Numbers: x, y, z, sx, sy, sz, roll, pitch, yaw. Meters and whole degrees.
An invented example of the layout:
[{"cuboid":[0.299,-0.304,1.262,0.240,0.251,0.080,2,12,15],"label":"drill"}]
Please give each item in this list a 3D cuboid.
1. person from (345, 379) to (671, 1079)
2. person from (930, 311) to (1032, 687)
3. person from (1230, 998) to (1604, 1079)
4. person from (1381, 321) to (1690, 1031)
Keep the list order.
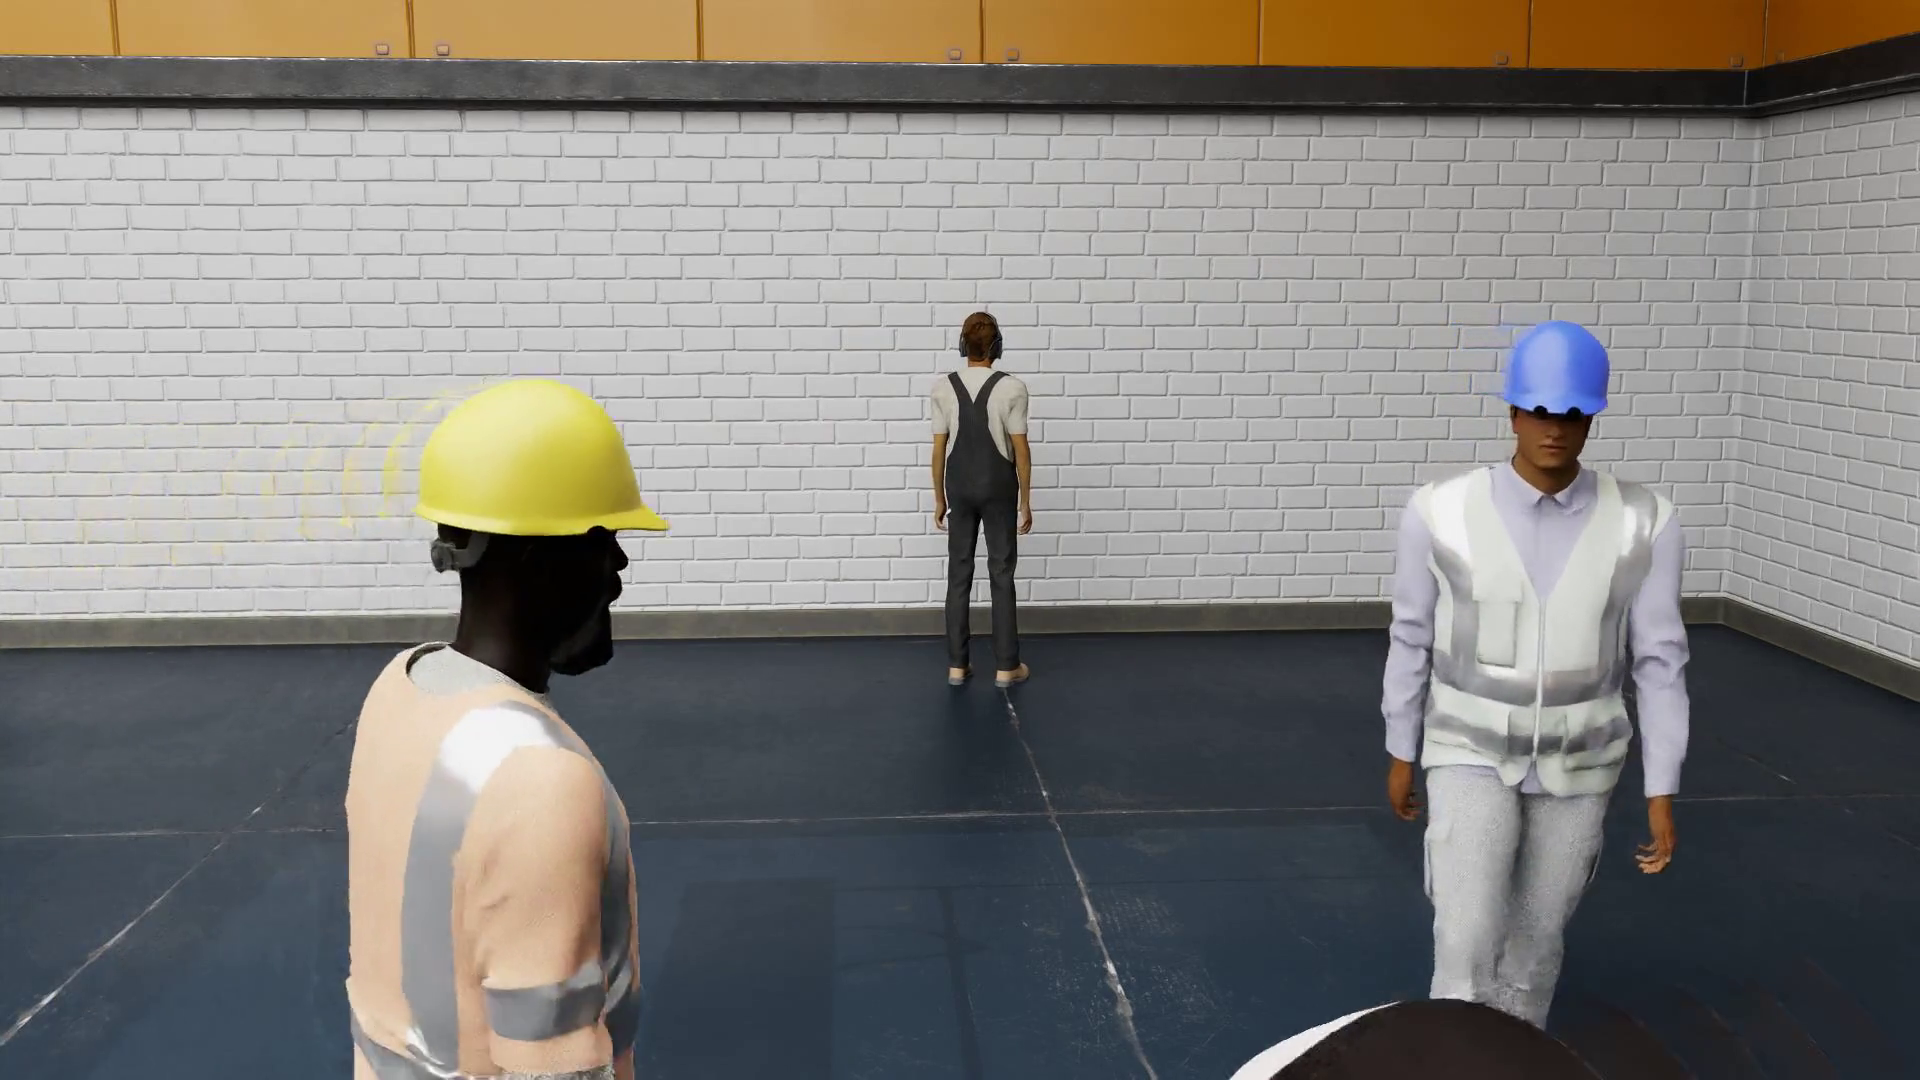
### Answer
[{"cuboid":[-0.609,0.765,1.987,0.618,1.910,0.588,-5,11,-31],"label":"person"},{"cuboid":[0.108,-0.194,8.188,0.504,1.847,0.344,3,9,16],"label":"person"},{"cuboid":[0.283,0.956,0.868,0.767,1.871,0.679,-6,11,-34],"label":"person"},{"cuboid":[1.231,0.502,3.569,0.616,1.911,0.841,2,9,10],"label":"person"}]
